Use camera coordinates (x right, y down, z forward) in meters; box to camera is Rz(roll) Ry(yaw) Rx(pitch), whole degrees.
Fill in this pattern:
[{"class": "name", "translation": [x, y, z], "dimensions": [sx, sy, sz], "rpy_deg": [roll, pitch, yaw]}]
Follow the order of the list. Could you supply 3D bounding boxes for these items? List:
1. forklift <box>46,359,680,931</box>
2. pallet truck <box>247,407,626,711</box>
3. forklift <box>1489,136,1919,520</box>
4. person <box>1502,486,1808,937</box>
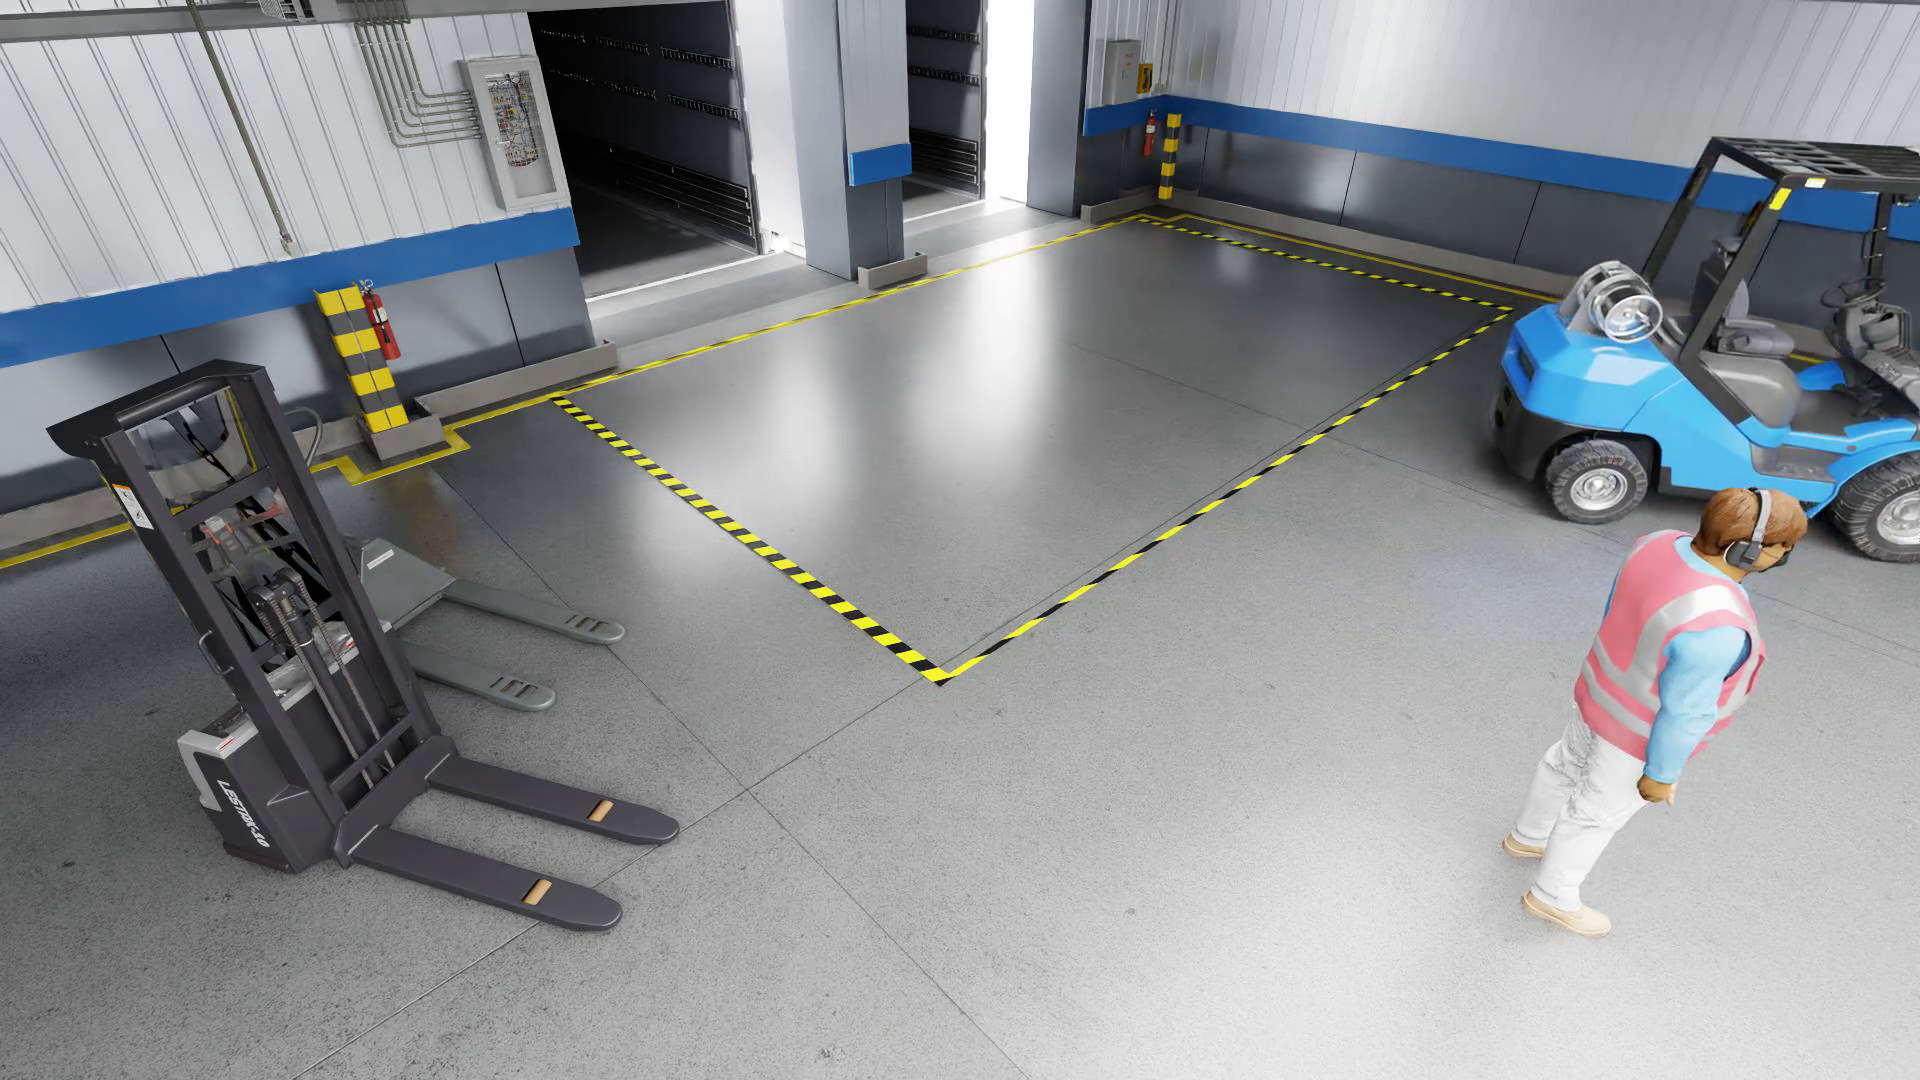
[{"class": "forklift", "translation": [-2.135, 0.422, 3.354], "dimensions": [1.885, 1.965, 0.823], "rpy_deg": [10, 35, 14]}, {"class": "pallet truck", "translation": [-2.628, 0.038, 4.590], "dimensions": [1.601, 1.201, 0.680], "rpy_deg": [12, 36, 18]}, {"class": "forklift", "translation": [4.989, -1.287, 5.550], "dimensions": [2.680, 2.036, 1.157], "rpy_deg": [9, 35, 13]}, {"class": "person", "translation": [2.372, 0.621, 3.199], "dimensions": [0.430, 1.844, 0.620], "rpy_deg": [9, 35, 13]}]
